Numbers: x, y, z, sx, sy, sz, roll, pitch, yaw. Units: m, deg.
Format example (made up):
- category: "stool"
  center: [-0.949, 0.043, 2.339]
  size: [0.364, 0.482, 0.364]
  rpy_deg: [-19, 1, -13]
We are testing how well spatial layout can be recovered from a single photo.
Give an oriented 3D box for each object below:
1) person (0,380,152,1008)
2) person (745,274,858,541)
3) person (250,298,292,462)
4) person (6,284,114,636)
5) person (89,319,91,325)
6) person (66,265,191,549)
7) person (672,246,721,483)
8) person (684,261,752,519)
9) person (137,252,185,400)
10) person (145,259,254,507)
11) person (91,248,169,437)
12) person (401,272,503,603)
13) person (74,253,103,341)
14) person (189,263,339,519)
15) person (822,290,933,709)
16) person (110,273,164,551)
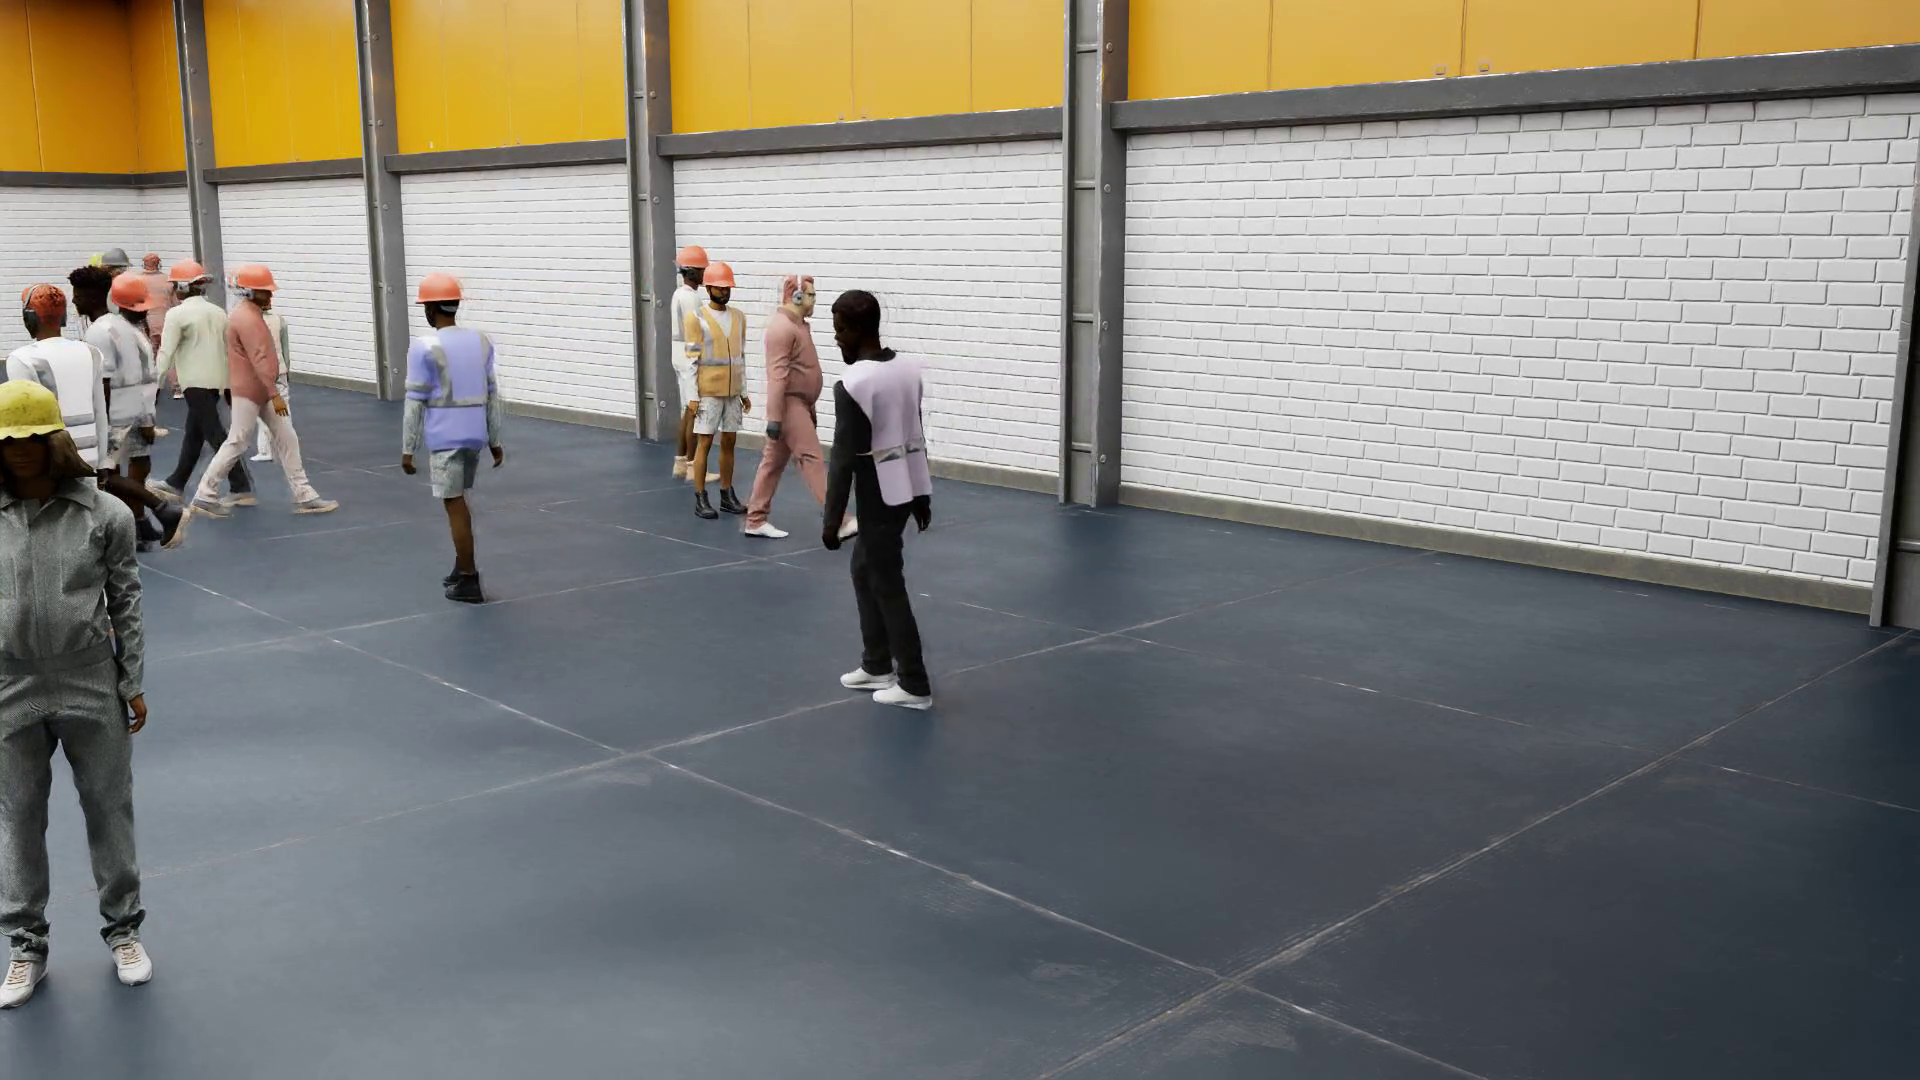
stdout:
- category: "person"
  center: [-2.532, 0.424, 4.646]
  size: [0.488, 1.744, 0.296]
  rpy_deg: [-5, 12, -25]
- category: "person"
  center: [-1.067, -0.908, 11.597]
  size: [1.000, 1.849, 0.650]
  rpy_deg: [0, 10, 1]
- category: "person"
  center: [-6.563, -1.559, 15.740]
  size: [0.310, 1.639, 0.514]
  rpy_deg: [7, 12, 32]
- category: "person"
  center: [-4.679, -0.383, 8.660]
  size: [0.342, 1.882, 0.587]
  rpy_deg: [3, 11, 16]
- category: "person"
  center: [-9.841, -2.187, 19.232]
  size: [0.607, 1.618, 0.534]
  rpy_deg: [6, 12, 30]
- category: "person"
  center: [-5.510, -0.830, 10.932]
  size: [0.664, 1.947, 0.614]
  rpy_deg: [-2, 11, -12]
- category: "person"
  center: [-2.297, -1.504, 14.397]
  size: [0.430, 2.039, 0.632]
  rpy_deg: [-3, 11, -18]
- category: "person"
  center: [-1.811, -1.132, 12.601]
  size: [0.551, 1.935, 0.375]
  rpy_deg: [-10, 14, -43]
- category: "person"
  center: [-10.397, -2.758, 21.548]
  size: [0.643, 1.910, 0.400]
  rpy_deg: [-4, 11, -20]
- category: "person"
  center: [-6.042, -1.226, 13.112]
  size: [1.050, 1.939, 0.627]
  rpy_deg: [2, 11, 10]
- category: "person"
  center: [-8.899, -2.073, 17.446]
  size: [0.851, 2.000, 0.683]
  rpy_deg: [0, 10, -1]
- category: "person"
  center: [-3.014, -0.595, 9.711]
  size: [0.623, 1.917, 0.584]
  rpy_deg: [7, 13, 34]
- category: "person"
  center: [-10.298, -2.486, 20.021]
  size: [0.586, 1.924, 0.370]
  rpy_deg: [-10, 14, -42]
- category: "person"
  center: [-5.352, -1.113, 12.546]
  size: [1.039, 1.939, 0.592]
  rpy_deg: [-2, 11, -9]
- category: "person"
  center: [-0.432, -0.172, 7.489]
  size: [0.725, 1.885, 0.619]
  rpy_deg: [5, 12, 27]
- category: "person"
  center: [-5.627, -0.869, 11.347]
  size: [0.371, 1.883, 0.654]
  rpy_deg: [-5, 11, -24]
